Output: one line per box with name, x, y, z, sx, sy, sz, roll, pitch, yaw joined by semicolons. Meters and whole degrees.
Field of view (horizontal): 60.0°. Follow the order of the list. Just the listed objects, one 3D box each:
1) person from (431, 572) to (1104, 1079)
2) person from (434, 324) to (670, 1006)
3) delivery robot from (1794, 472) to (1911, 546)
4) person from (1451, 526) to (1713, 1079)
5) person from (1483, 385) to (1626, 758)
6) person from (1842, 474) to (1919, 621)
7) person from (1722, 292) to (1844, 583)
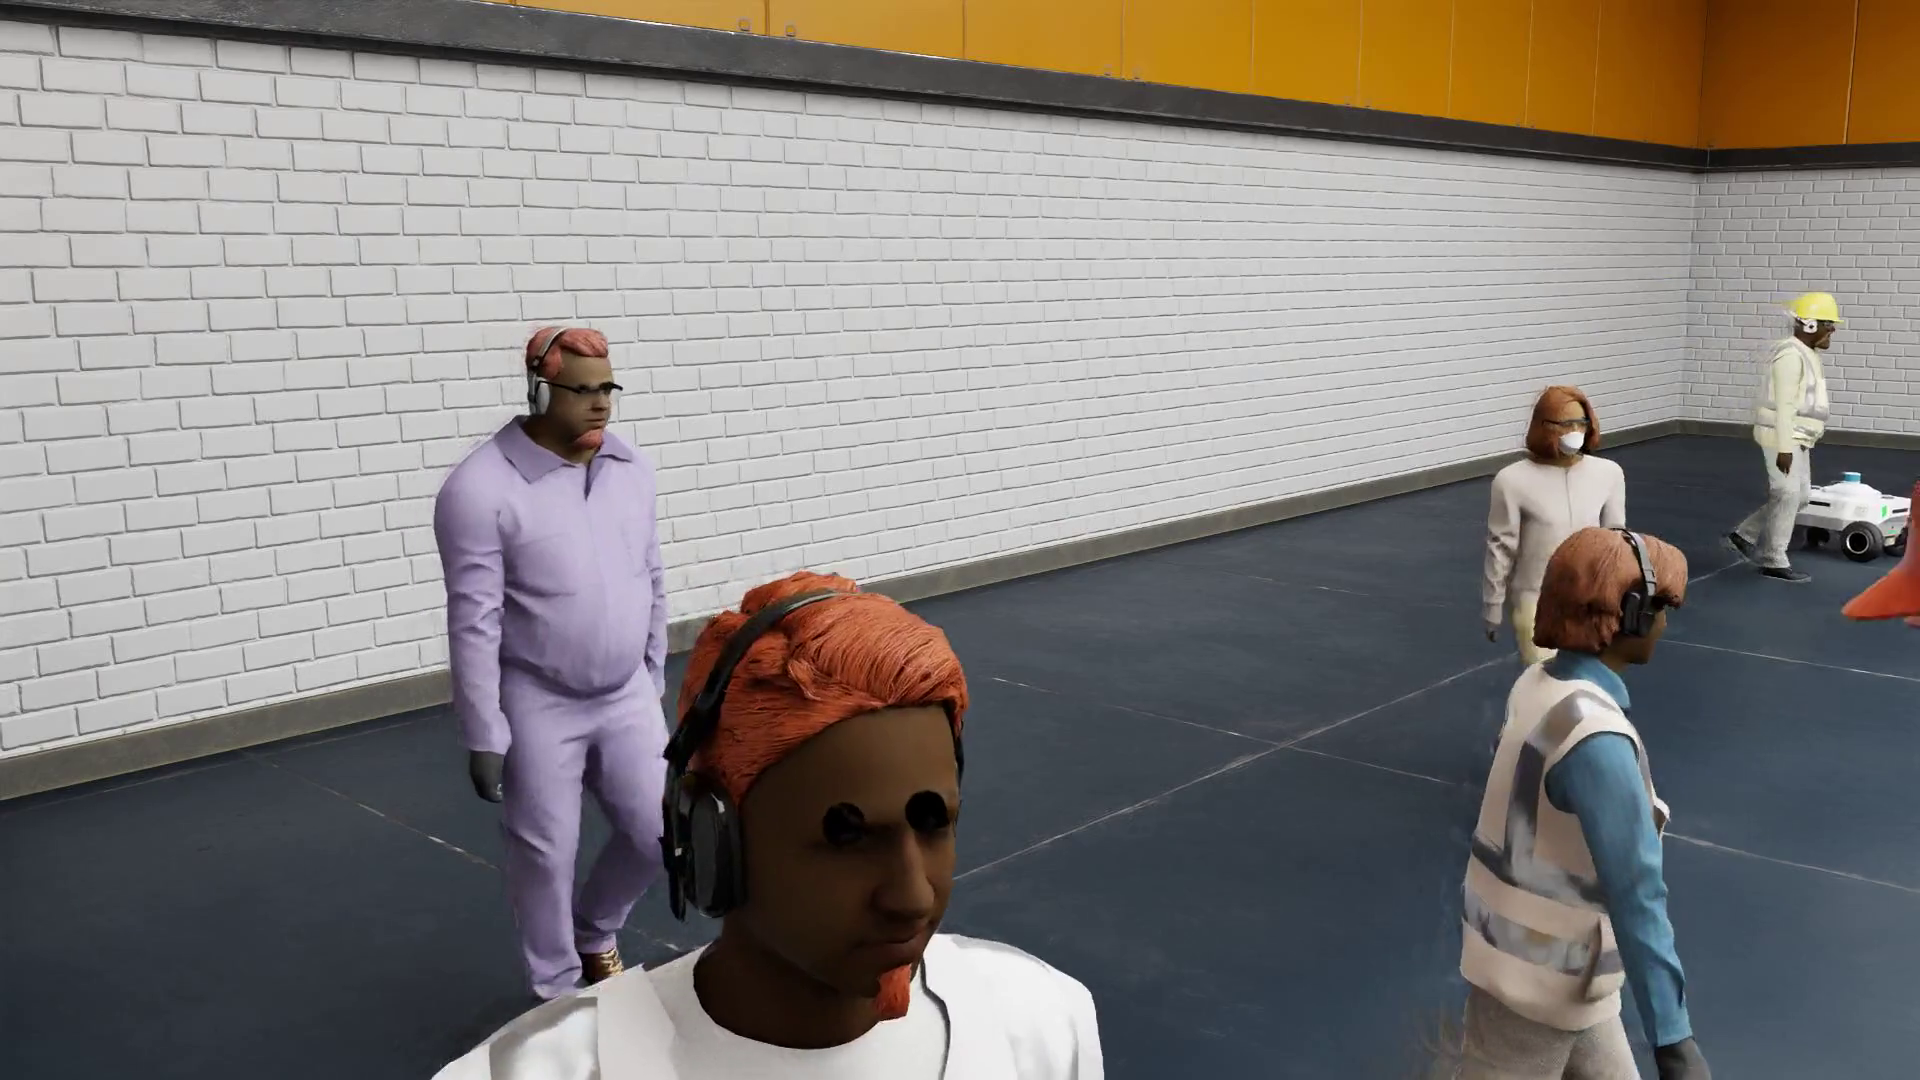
person;-0.150;0.928;1.348;0.573;1.852;0.941;-5;11;-24
person;-0.970;0.410;4.182;0.417;1.892;0.667;9;14;42
delivery robot;6.025;-0.216;11.269;0.477;0.478;0.707;-6;12;-30
person;1.122;0.783;2.869;0.845;1.593;0.539;3;10;16
person;2.142;0.225;6.062;0.500;1.598;0.808;-2;10;-12
person;1.037;0.868;1.289;0.617;2.005;0.772;-9;14;-43
person;5.150;-0.639;10.373;0.526;1.810;0.634;7;12;35
